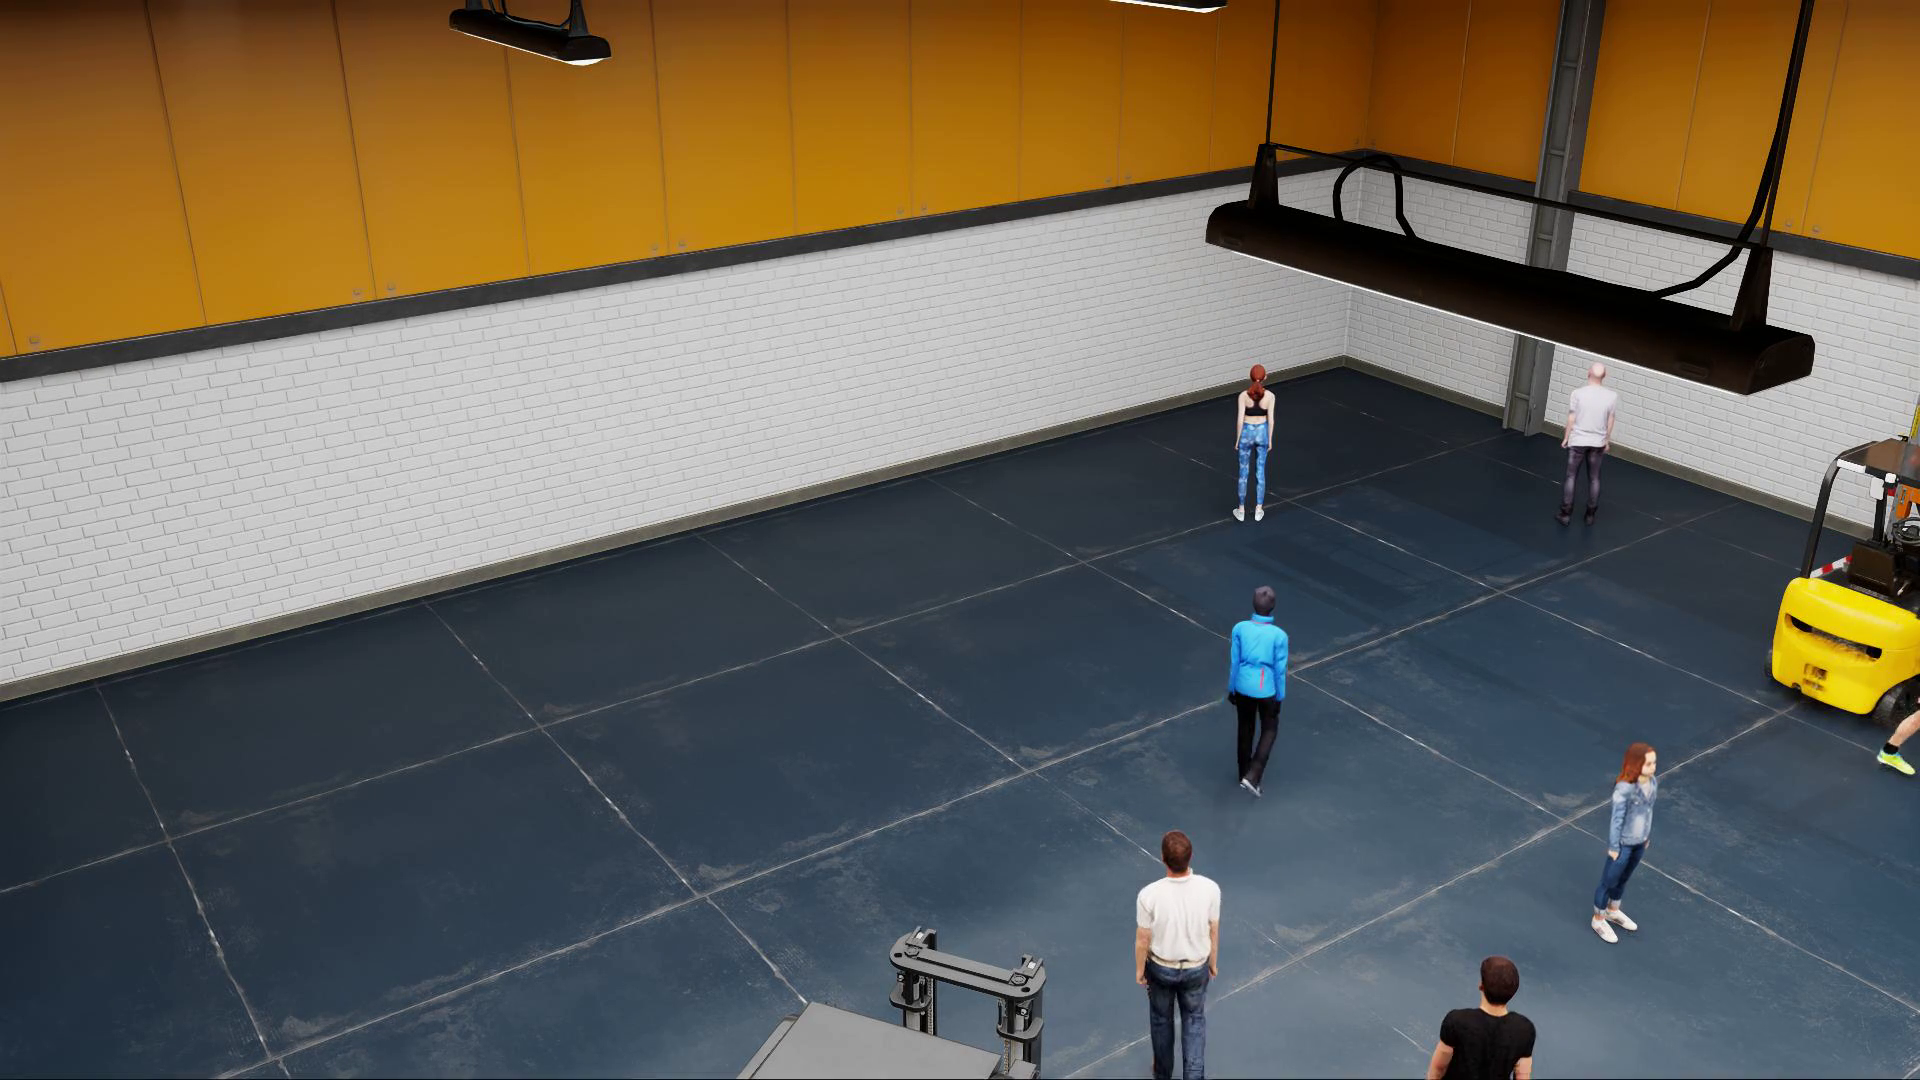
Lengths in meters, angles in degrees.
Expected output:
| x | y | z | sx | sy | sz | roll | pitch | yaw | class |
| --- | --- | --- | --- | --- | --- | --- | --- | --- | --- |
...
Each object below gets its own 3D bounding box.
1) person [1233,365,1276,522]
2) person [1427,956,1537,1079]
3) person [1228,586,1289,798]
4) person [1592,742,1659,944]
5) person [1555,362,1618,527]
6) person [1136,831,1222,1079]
| x | y | z | sx | sy | sz | roll | pitch | yaw | class |
| --- | --- | --- | --- | --- | --- | --- | --- | --- | --- |
| 3.219 | -1.071 | 18.237 | 0.689 | 1.785 | 0.739 | 0 | 24 | 0 | person |
| 2.709 | 3.056 | 8.735 | 1.062 | 1.834 | 1.265 | -2 | 24 | -4 | person |
| 2.291 | 1.218 | 13.004 | 0.931 | 1.782 | 0.923 | 10 | 26 | 22 | person |
| 4.597 | 2.053 | 11.475 | 0.559 | 1.477 | 0.491 | -15 | 28 | -31 | person |
| 6.830 | -1.054 | 18.143 | 0.753 | 1.830 | 0.788 | 2 | 24 | 4 | person |
| 1.299 | 2.584 | 9.806 | 0.959 | 1.841 | 1.079 | -1 | 24 | -3 | person |
